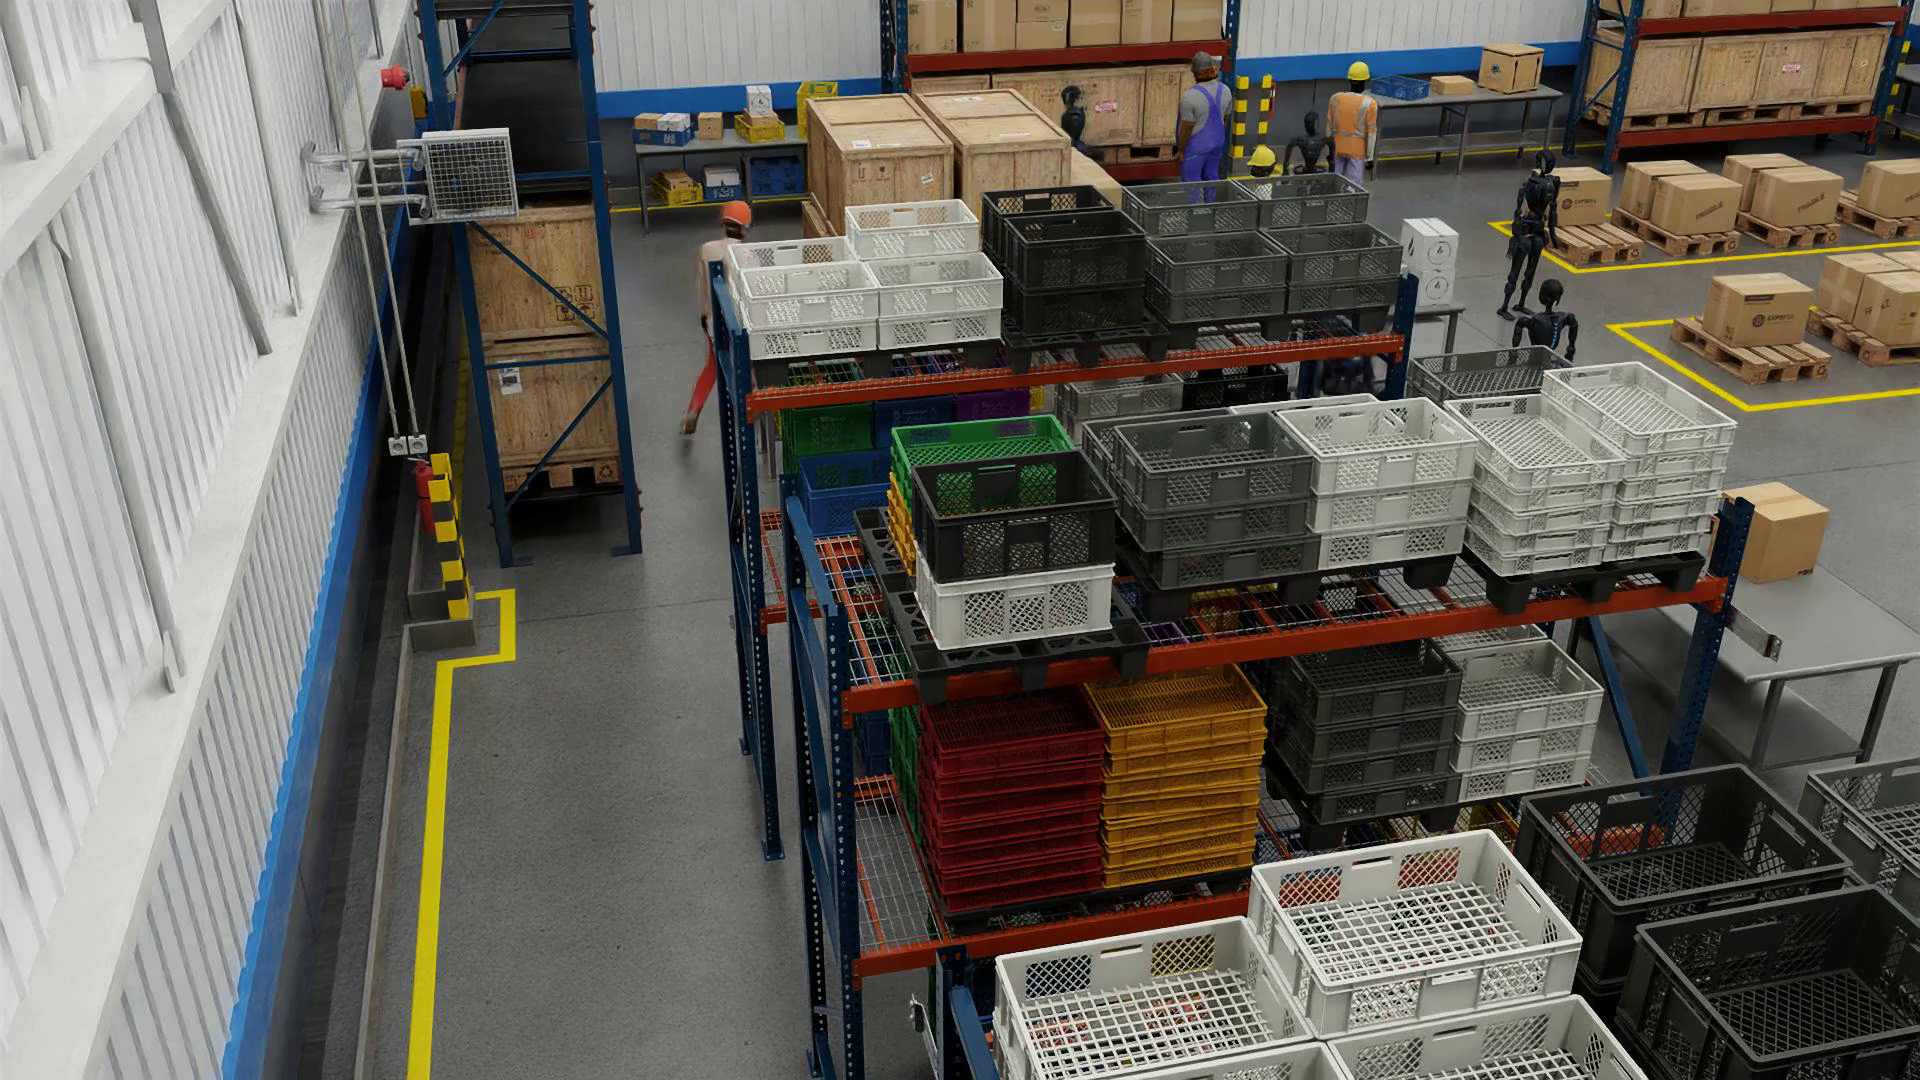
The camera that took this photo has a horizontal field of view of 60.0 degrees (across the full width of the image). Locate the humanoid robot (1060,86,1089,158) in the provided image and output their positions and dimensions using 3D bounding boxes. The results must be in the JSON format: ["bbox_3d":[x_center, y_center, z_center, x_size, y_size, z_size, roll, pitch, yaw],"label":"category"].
[{"bbox_3d":[1.206,-4.272,18.674,0.718,1.632,0.586,-4,28,-7],"label":"humanoid robot"}]

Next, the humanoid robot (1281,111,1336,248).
[{"bbox_3d":[3.723,-3.822,17.836,0.590,1.618,0.727,5,28,9],"label":"humanoid robot"}]

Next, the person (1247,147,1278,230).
[{"bbox_3d":[2.835,-2.864,15.874,0.313,1.767,0.534,4,28,8],"label":"person"}]

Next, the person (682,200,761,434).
[{"bbox_3d":[-1.929,-1.776,13.611,0.661,1.957,0.847,16,32,28],"label":"person"}]

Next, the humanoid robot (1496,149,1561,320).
[{"bbox_3d":[5.560,-2.972,16.160,0.610,1.657,0.321,-15,31,-26],"label":"humanoid robot"}]

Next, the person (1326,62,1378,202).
[{"bbox_3d":[4.332,-4.326,18.473,0.586,1.930,0.361,19,33,32],"label":"person"}]

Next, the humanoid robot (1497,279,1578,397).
[{"bbox_3d":[4.438,-1.205,12.806,0.593,1.657,0.326,-5,28,-10],"label":"humanoid robot"}]

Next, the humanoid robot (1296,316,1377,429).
[{"bbox_3d":[2.978,-1.272,13.004,0.800,1.607,0.654,-23,35,-36],"label":"humanoid robot"}]

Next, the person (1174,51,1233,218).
[{"bbox_3d":[2.639,-4.415,18.524,0.673,2.000,0.536,-18,32,-30],"label":"person"}]
